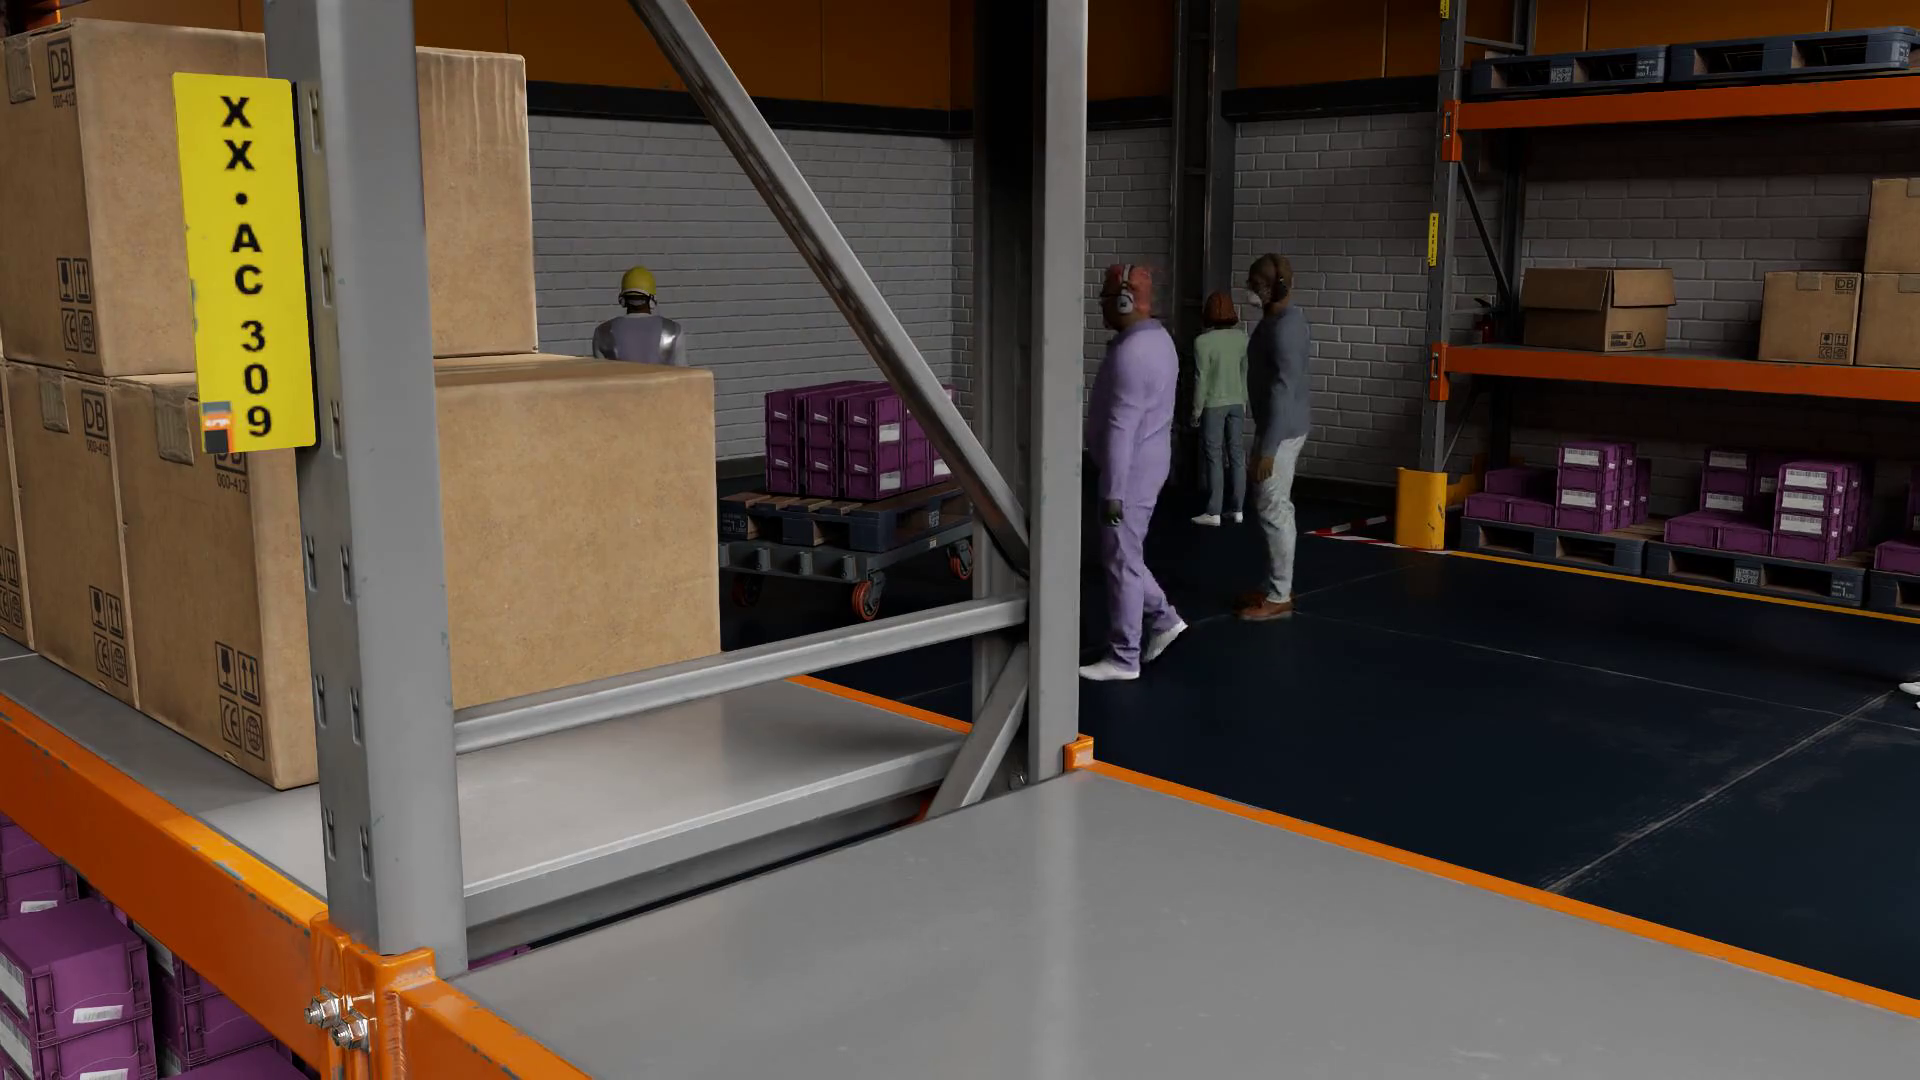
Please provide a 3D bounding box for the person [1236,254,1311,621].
[{"bbox_3d":[1.663,-0.530,8.786,0.364,1.924,0.686,1,10,6],"label":"person"}]

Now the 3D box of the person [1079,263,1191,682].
[{"bbox_3d":[0.745,-0.287,7.489,0.427,1.895,0.667,3,11,18],"label":"person"}]

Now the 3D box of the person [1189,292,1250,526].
[{"bbox_3d":[1.817,-0.914,11.644,0.501,1.631,0.285,-6,12,-31],"label":"person"}]

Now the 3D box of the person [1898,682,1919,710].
[{"bbox_3d":[4.275,-0.216,7.064,0.397,1.918,0.588,3,11,17],"label":"person"}]

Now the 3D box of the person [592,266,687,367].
[{"bbox_3d":[-1.953,-0.765,10.277,0.586,1.835,0.404,-1,10,-7],"label":"person"}]
